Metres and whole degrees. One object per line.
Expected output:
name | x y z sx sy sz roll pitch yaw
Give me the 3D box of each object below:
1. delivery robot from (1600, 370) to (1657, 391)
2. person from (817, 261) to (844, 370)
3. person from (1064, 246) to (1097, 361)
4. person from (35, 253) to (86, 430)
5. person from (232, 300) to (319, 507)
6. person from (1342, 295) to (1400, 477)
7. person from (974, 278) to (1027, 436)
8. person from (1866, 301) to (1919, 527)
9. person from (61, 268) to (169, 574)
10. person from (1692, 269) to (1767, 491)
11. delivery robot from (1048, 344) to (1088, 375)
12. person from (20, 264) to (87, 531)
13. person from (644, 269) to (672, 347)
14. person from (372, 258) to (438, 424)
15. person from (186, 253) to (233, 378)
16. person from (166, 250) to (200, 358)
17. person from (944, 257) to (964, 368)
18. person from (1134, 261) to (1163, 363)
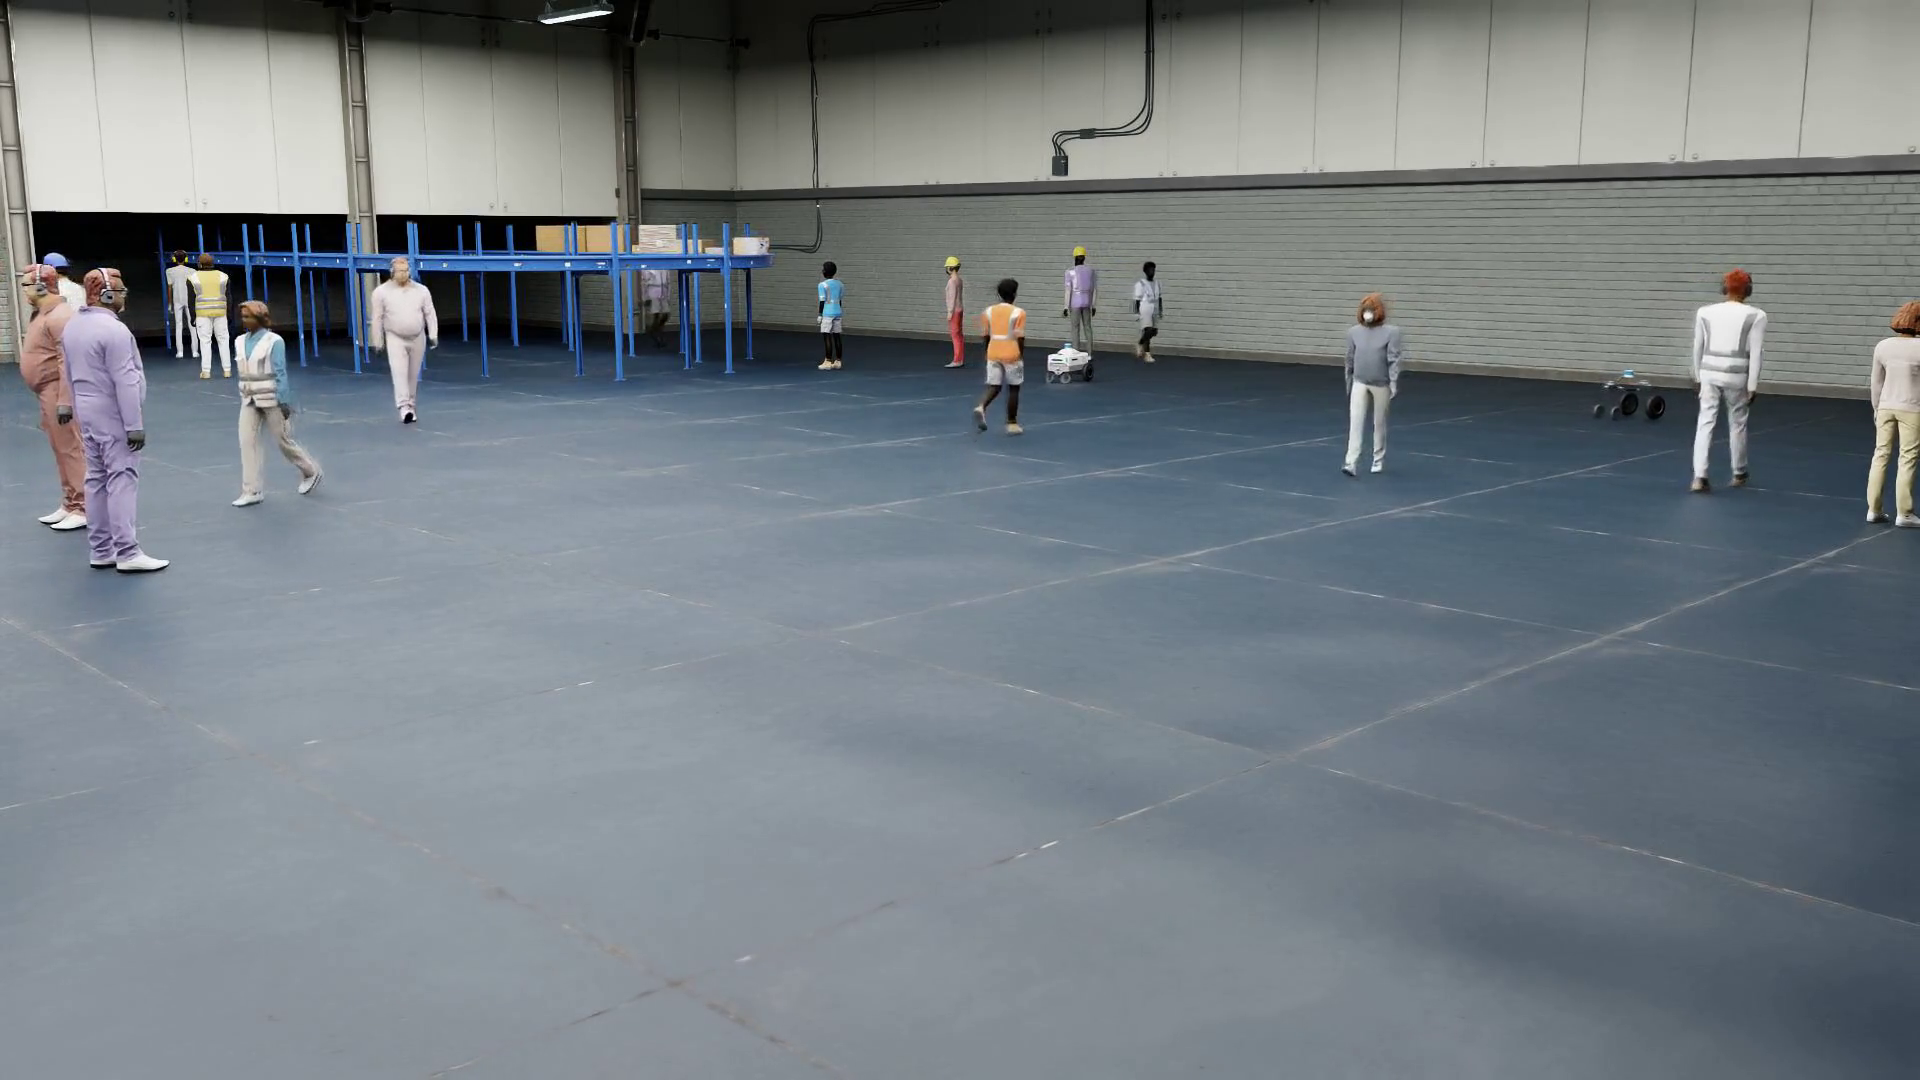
delivery robot | 7.806 -1.868 19.406 0.698 0.223 0.335 -4 11 -23
person | -2.056 -3.550 26.315 0.318 1.700 0.535 8 13 36
person | 2.012 -3.964 27.957 0.594 1.922 0.386 -4 11 -21
person | -9.755 -2.144 18.062 0.776 1.909 0.613 3 11 14
person | -5.493 -1.109 13.266 0.525 1.611 0.776 4 11 22
person | 3.611 -1.354 14.633 0.514 1.583 0.852 5 12 26
person | 0.431 -1.921 17.513 0.534 1.677 0.639 7 12 33
person | 6.900 -0.922 12.167 0.279 1.633 0.501 -5 12 -25
person | -5.341 -0.755 10.509 0.645 1.907 0.400 7 13 35
person | 6.406 -1.335 13.895 0.579 1.834 0.974 8 13 38
delivery robot | 1.570 -2.606 24.154 0.477 0.478 0.707 6 12 30
person | -6.542 -1.030 12.020 0.399 1.904 0.644 -8 13 -36
person | -5.778 -4.660 31.740 0.543 1.927 0.510 -9 14 -40
person | -6.203 -2.225 18.680 0.651 1.845 1.020 -7 12 -33
person | -11.177 -3.344 24.804 0.627 1.845 0.429 -7 13 -35
person | -13.502 -4.106 28.923 0.509 1.861 0.312 -6 12 -30
person | -0.110 -3.646 26.659 0.326 1.767 0.533 3 11 15
person | 3.107 -3.822 27.832 0.537 1.680 0.600 -8 13 -36
